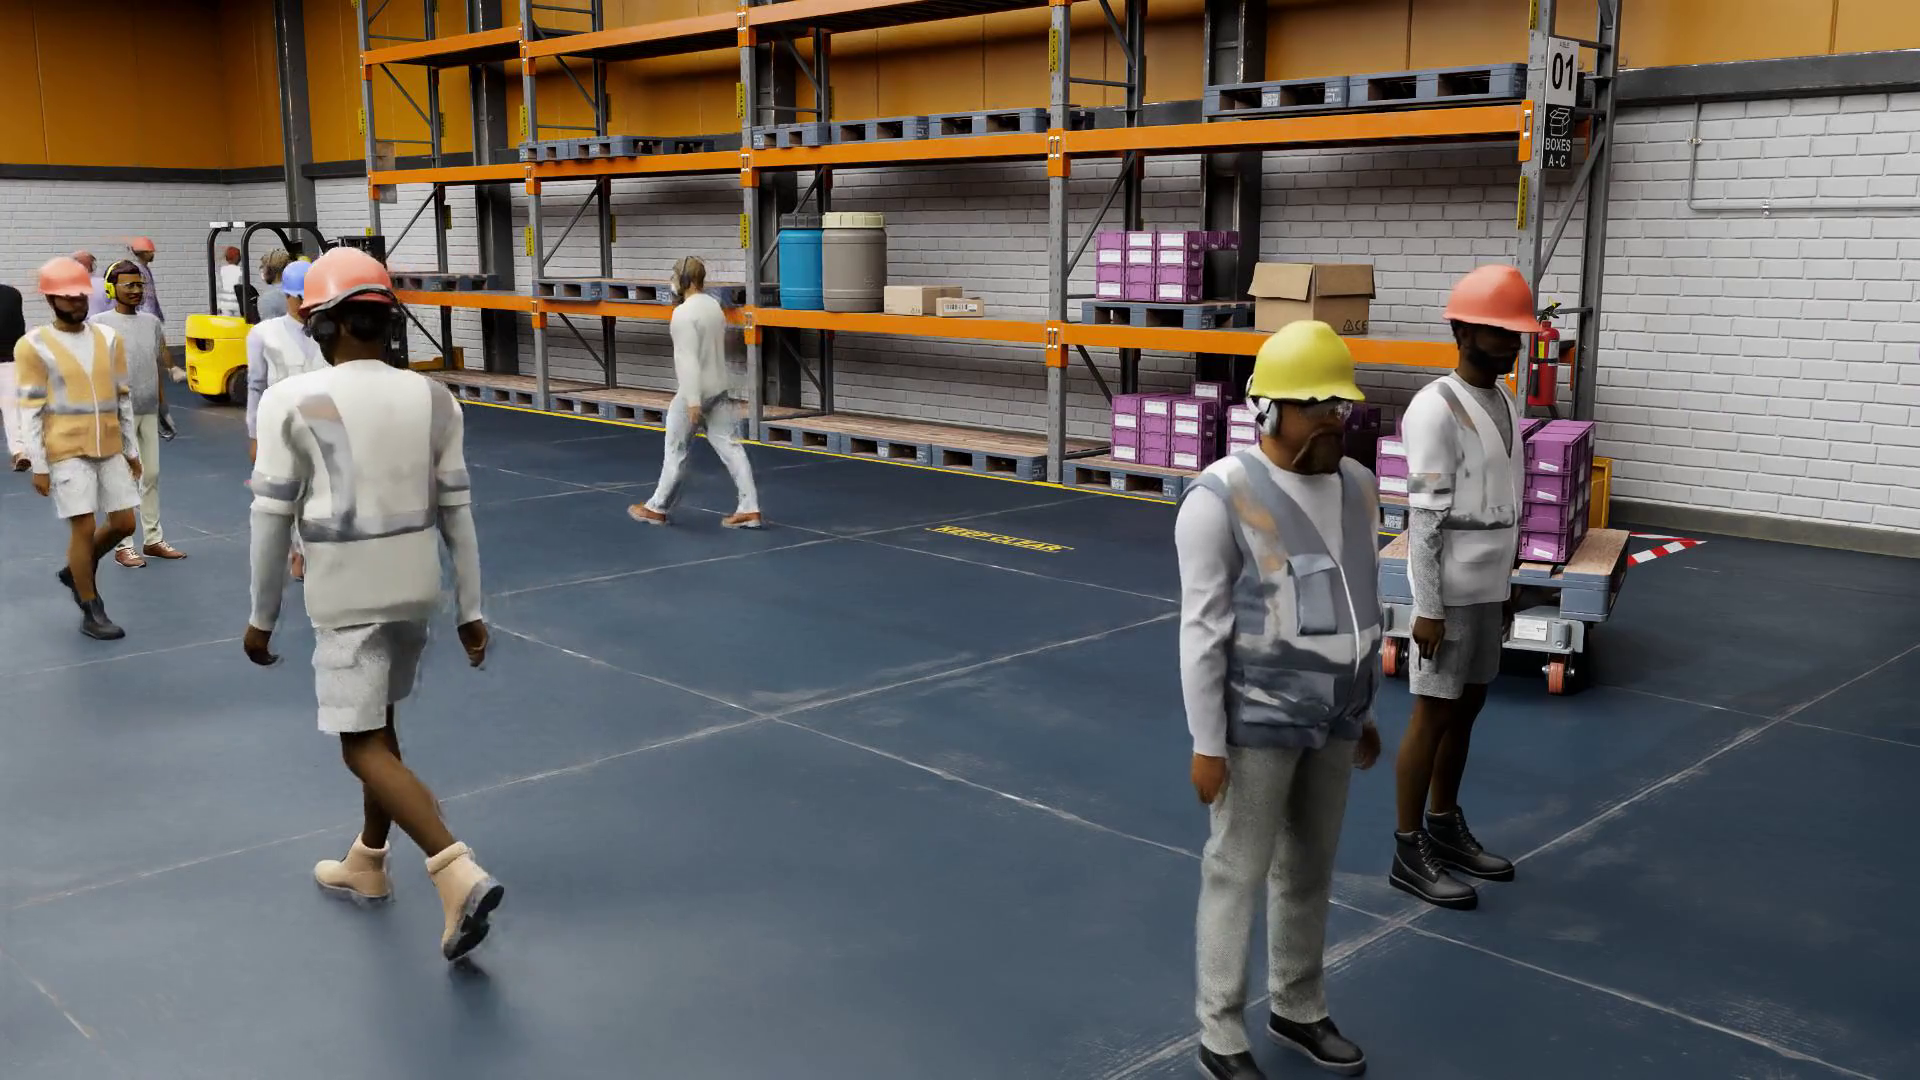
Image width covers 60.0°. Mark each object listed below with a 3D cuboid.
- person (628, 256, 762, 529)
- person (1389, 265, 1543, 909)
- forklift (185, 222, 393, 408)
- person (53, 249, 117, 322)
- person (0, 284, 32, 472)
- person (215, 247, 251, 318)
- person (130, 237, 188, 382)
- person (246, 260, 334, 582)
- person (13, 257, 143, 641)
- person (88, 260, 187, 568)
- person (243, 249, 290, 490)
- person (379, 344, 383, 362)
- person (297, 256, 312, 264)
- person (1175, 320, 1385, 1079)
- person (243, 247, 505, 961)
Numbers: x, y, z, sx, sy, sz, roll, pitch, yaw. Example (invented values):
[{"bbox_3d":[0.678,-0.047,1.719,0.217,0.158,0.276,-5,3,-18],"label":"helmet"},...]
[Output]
[{"bbox_3d":[-1.811,-1.005,11.474,1.042,1.880,0.645,4,11,21],"label":"person"},{"bbox_3d":[1.557,0.139,5.069,0.363,1.934,0.553,9,14,41],"label":"person"},{"bbox_3d":[-8.169,-2.758,20.163,2.313,2.155,1.214,-10,14,-44],"label":"forklift"},{"bbox_3d":[-9.062,-2.077,17.313,0.650,1.883,0.822,-4,11,-22],"label":"person"},{"bbox_3d":[-8.355,-1.558,14.318,0.646,1.933,1.039,-8,13,-39],"label":"person"},{"bbox_3d":[-11.267,-3.617,25.849,0.587,1.842,0.952,-2,11,-9],"label":"person"},{"bbox_3d":[-11.154,-3.148,22.860,1.040,1.986,0.629,-3,11,-16],"label":"person"},{"bbox_3d":[-3.718,-0.635,9.442,0.615,1.891,1.022,-9,13,-39],"label":"person"},{"bbox_3d":[-4.452,-0.461,8.390,0.553,1.917,0.559,7,12,32],"label":"person"},{"bbox_3d":[-5.075,-0.776,10.240,0.328,1.872,0.508,4,11,23],"label":"person"},{"bbox_3d":[-5.399,-1.338,13.213,0.807,1.909,0.645,4,11,19],"label":"person"},{"bbox_3d":[-4.115,-0.943,11.225,0.810,1.843,0.532,2,11,10],"label":"person"},{"bbox_3d":[-8.864,-2.976,22.583,0.295,1.743,0.492,-8,13,-38],"label":"person"},{"bbox_3d":[0.773,0.405,3.907,0.598,1.829,0.404,-7,13,-35],"label":"person"},{"bbox_3d":[-1.620,0.172,4.744,0.961,2.003,0.607,7,13,35],"label":"person"}]
